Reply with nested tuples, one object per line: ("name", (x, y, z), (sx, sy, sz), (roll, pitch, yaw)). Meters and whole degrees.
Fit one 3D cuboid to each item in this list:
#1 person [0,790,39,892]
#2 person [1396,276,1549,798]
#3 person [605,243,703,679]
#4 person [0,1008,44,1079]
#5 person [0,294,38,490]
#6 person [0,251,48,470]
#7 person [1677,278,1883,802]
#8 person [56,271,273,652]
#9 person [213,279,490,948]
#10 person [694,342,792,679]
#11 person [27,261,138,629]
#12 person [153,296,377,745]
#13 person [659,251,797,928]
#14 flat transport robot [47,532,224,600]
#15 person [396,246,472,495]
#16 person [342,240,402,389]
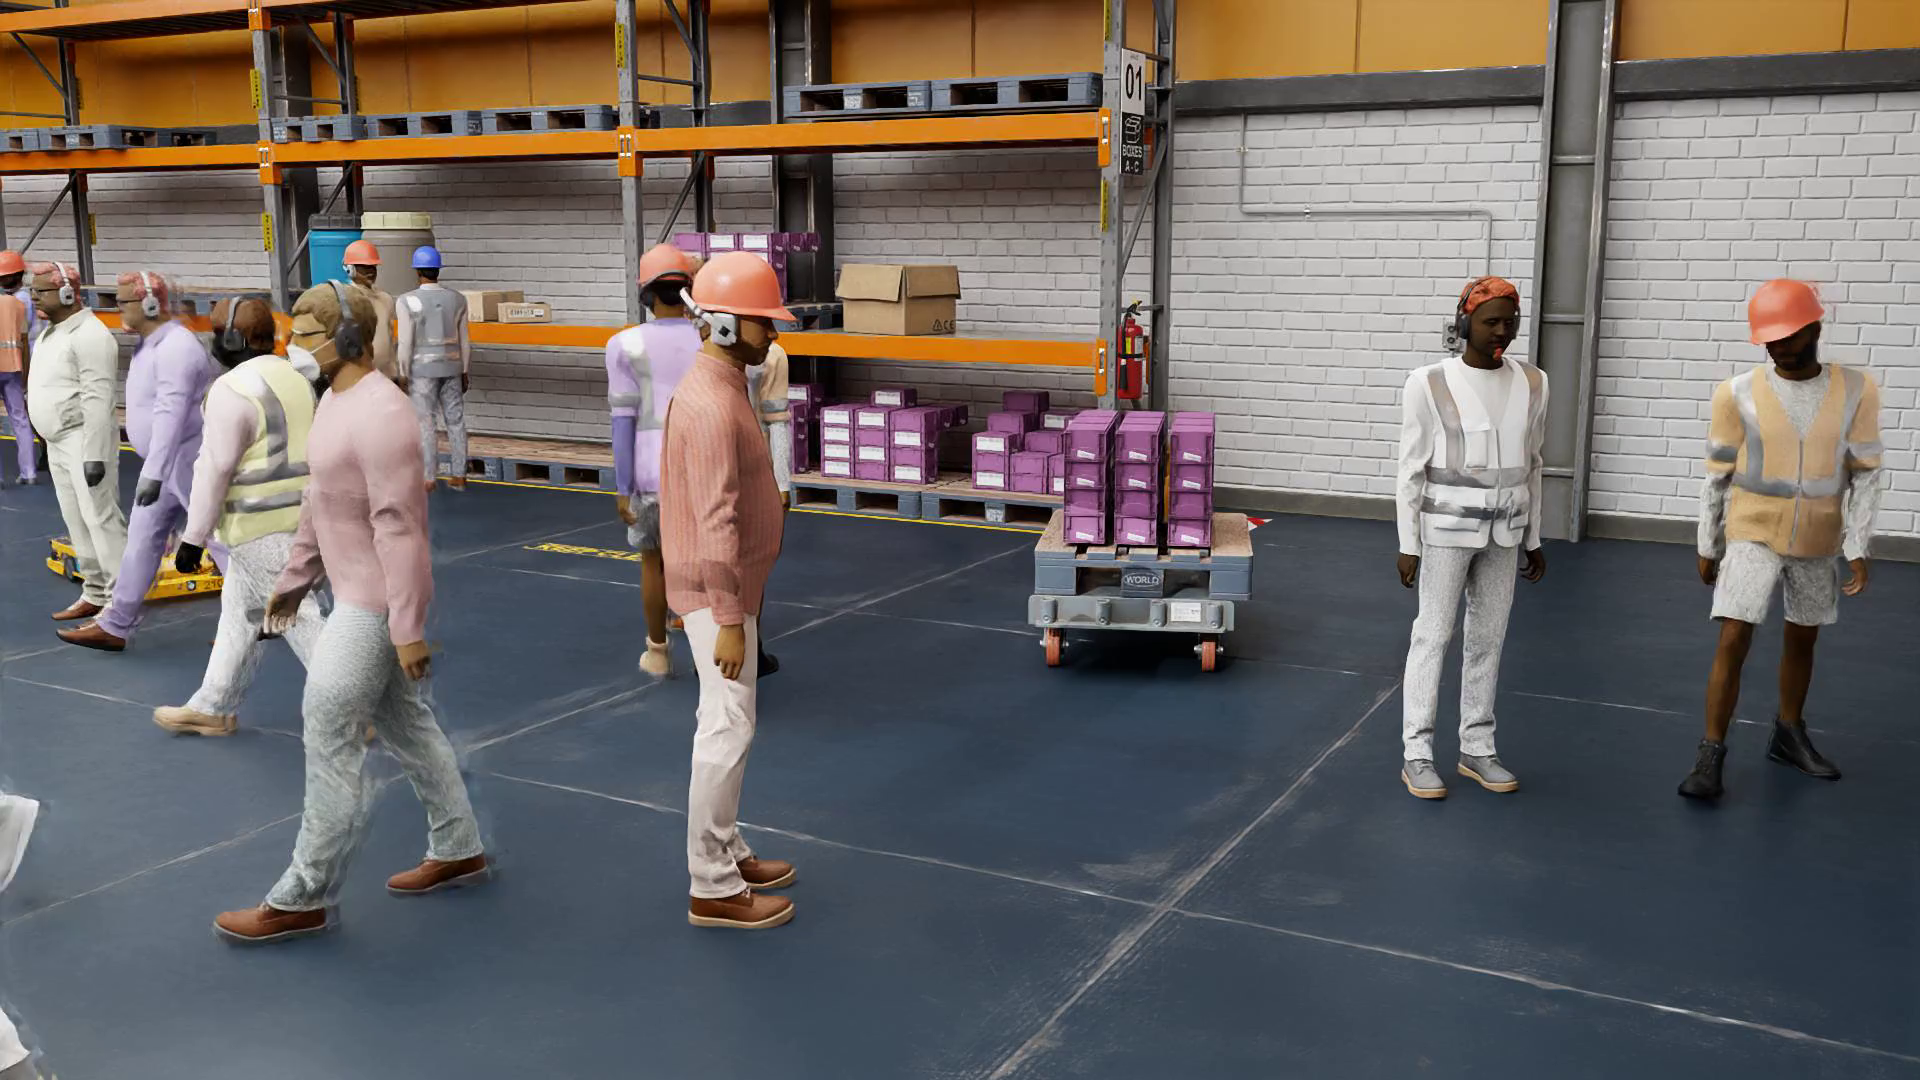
("person", (-3.227, 0.184, 4.979), (0.743, 1.892, 0.596), (-2, 10, -8))
("person", (1.851, -0.004, 6.024), (0.584, 1.883, 0.339), (-3, 11, -14))
("person", (-1.220, -0.295, 7.332), (0.612, 2.009, 0.945), (-5, 11, -25))
("person", (-2.450, 0.432, 3.800), (0.724, 1.846, 0.595), (0, 10, 2))
("person", (-7.733, -1.318, 13.369), (0.383, 1.836, 0.566), (6, 12, 31))
("person", (-8.034, -1.534, 14.361), (0.503, 1.902, 0.590), (-5, 11, -24))
("person", (2.988, 0.006, 6.026), (0.608, 1.881, 0.767), (3, 11, 14))
("person", (-3.872, -0.355, 8.025), (0.978, 1.853, 0.649), (-10, 14, -43))
("person", (-1.796, 0.199, 4.893), (0.807, 1.907, 0.647), (-5, 11, -25))
("person", (-1.020, -0.309, 7.607), (0.549, 1.923, 0.391), (3, 11, 14))
("person", (-4.584, -0.480, 8.612), (0.636, 1.899, 0.397), (9, 14, 40))
("person", (-2.776, -0.057, 6.571), (0.961, 1.795, 0.632), (0, 10, 0))
("person", (-0.669, 0.156, 4.892), (0.407, 1.981, 0.625), (-2, 10, -8))
("flat transport robot", (-4.779, 0.123, 9.748), (0.652, 0.197, 1.431), (-10, 14, -44))
("person", (-4.144, -1.330, 13.118), (0.388, 1.947, 0.611), (10, 14, 43))
("person", (-4.371, -1.199, 12.269), (0.376, 1.995, 0.608), (5, 12, 26))
